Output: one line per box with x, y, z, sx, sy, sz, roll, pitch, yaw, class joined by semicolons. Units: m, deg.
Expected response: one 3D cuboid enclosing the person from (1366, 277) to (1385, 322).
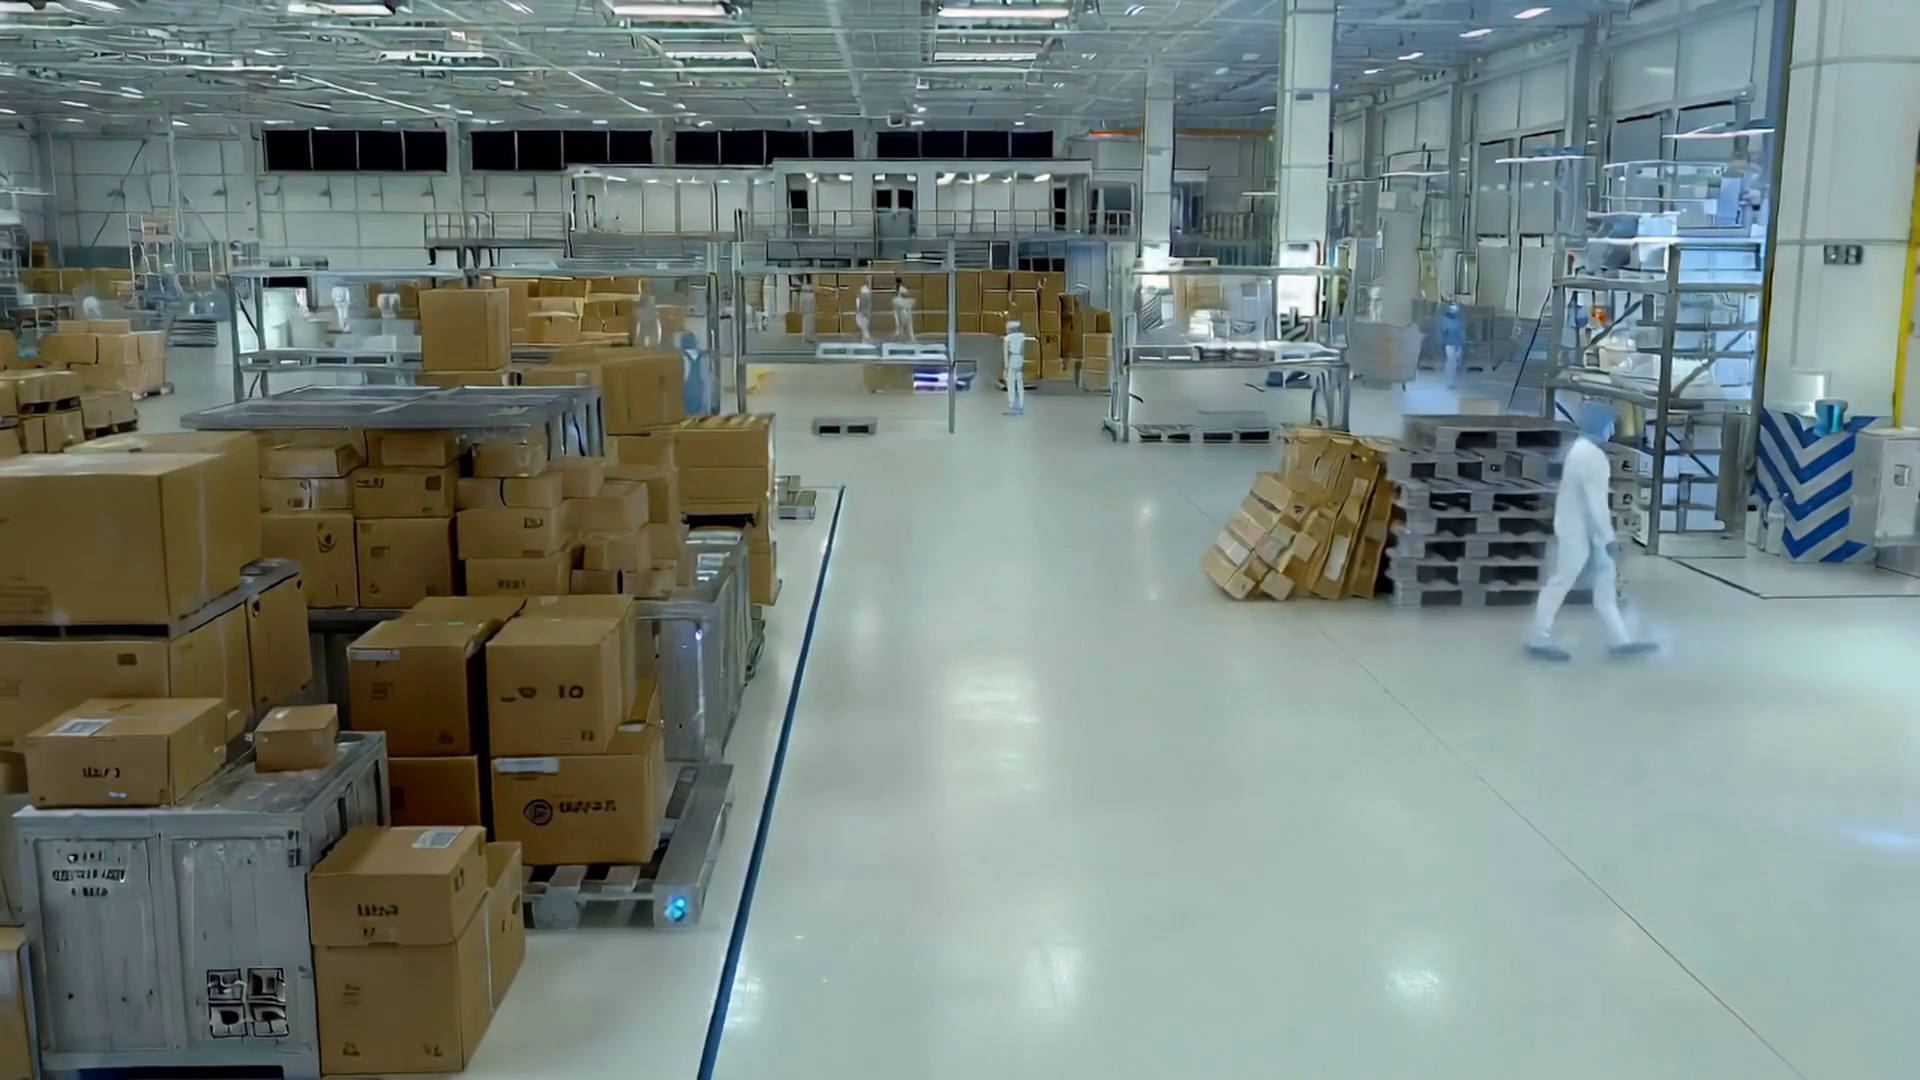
13.419;-7.528;53.692;0.627;1.901;0.966;6;12;31;person

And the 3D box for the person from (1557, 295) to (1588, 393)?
12.295;-3.943;33.456;0.608;1.987;0.402;1;10;4;person

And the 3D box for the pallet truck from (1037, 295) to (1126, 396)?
2.483;-3.881;33.060;1.885;1.965;0.823;-7;13;-36;pallet truck

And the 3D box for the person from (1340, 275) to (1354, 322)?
12.700;-7.691;54.383;0.841;1.955;0.646;-5;11;-27;person

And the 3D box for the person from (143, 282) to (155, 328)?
-26.583;-7.609;54.617;0.522;1.718;0.954;7;12;34;person

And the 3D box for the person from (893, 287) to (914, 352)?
-1.351;-5.428;41.973;0.636;1.897;0.975;-7;12;-33;person

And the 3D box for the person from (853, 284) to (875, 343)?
-2.720;-6.474;48.054;0.674;1.810;0.803;-8;13;-36;person

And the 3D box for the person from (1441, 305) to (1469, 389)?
10.220;-3.974;34.296;0.529;1.736;0.788;0;10;-2;person

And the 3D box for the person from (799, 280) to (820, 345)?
-4.464;-6.723;49.169;0.629;1.903;0.628;-6;12;-29;person

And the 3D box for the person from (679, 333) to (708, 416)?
-3.702;-1.947;22.902;0.987;1.805;0.528;10;14;44;person

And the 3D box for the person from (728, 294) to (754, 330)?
-5.401;-5.171;40.799;0.654;1.794;0.927;-4;11;-19;person

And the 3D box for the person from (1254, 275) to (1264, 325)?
10.905;-8.853;60.933;0.378;1.932;0.551;5;11;27;person

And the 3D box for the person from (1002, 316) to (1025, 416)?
0.914;-3.027;29.031;0.483;1.738;0.313;-10;14;-43;person

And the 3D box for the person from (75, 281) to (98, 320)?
-22.889;-5.810;43.684;0.634;2.000;0.702;-5;11;-27;person

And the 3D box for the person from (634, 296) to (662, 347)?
-7.115;-4.662;37.974;0.593;1.798;0.997;1;10;5;person

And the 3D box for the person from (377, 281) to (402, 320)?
-15.048;-5.841;43.961;0.625;2.016;0.959;0;10;-3;person

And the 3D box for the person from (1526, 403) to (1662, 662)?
4.580;-0.027;11.882;0.990;1.886;0.629;5;11;24;person

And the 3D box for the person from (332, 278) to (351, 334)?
-20.443;-7.726;54.891;0.589;1.861;0.876;1;10;4;person

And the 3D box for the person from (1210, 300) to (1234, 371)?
6.160;-4.808;39.154;0.557;1.649;0.847;2;10;8;person
